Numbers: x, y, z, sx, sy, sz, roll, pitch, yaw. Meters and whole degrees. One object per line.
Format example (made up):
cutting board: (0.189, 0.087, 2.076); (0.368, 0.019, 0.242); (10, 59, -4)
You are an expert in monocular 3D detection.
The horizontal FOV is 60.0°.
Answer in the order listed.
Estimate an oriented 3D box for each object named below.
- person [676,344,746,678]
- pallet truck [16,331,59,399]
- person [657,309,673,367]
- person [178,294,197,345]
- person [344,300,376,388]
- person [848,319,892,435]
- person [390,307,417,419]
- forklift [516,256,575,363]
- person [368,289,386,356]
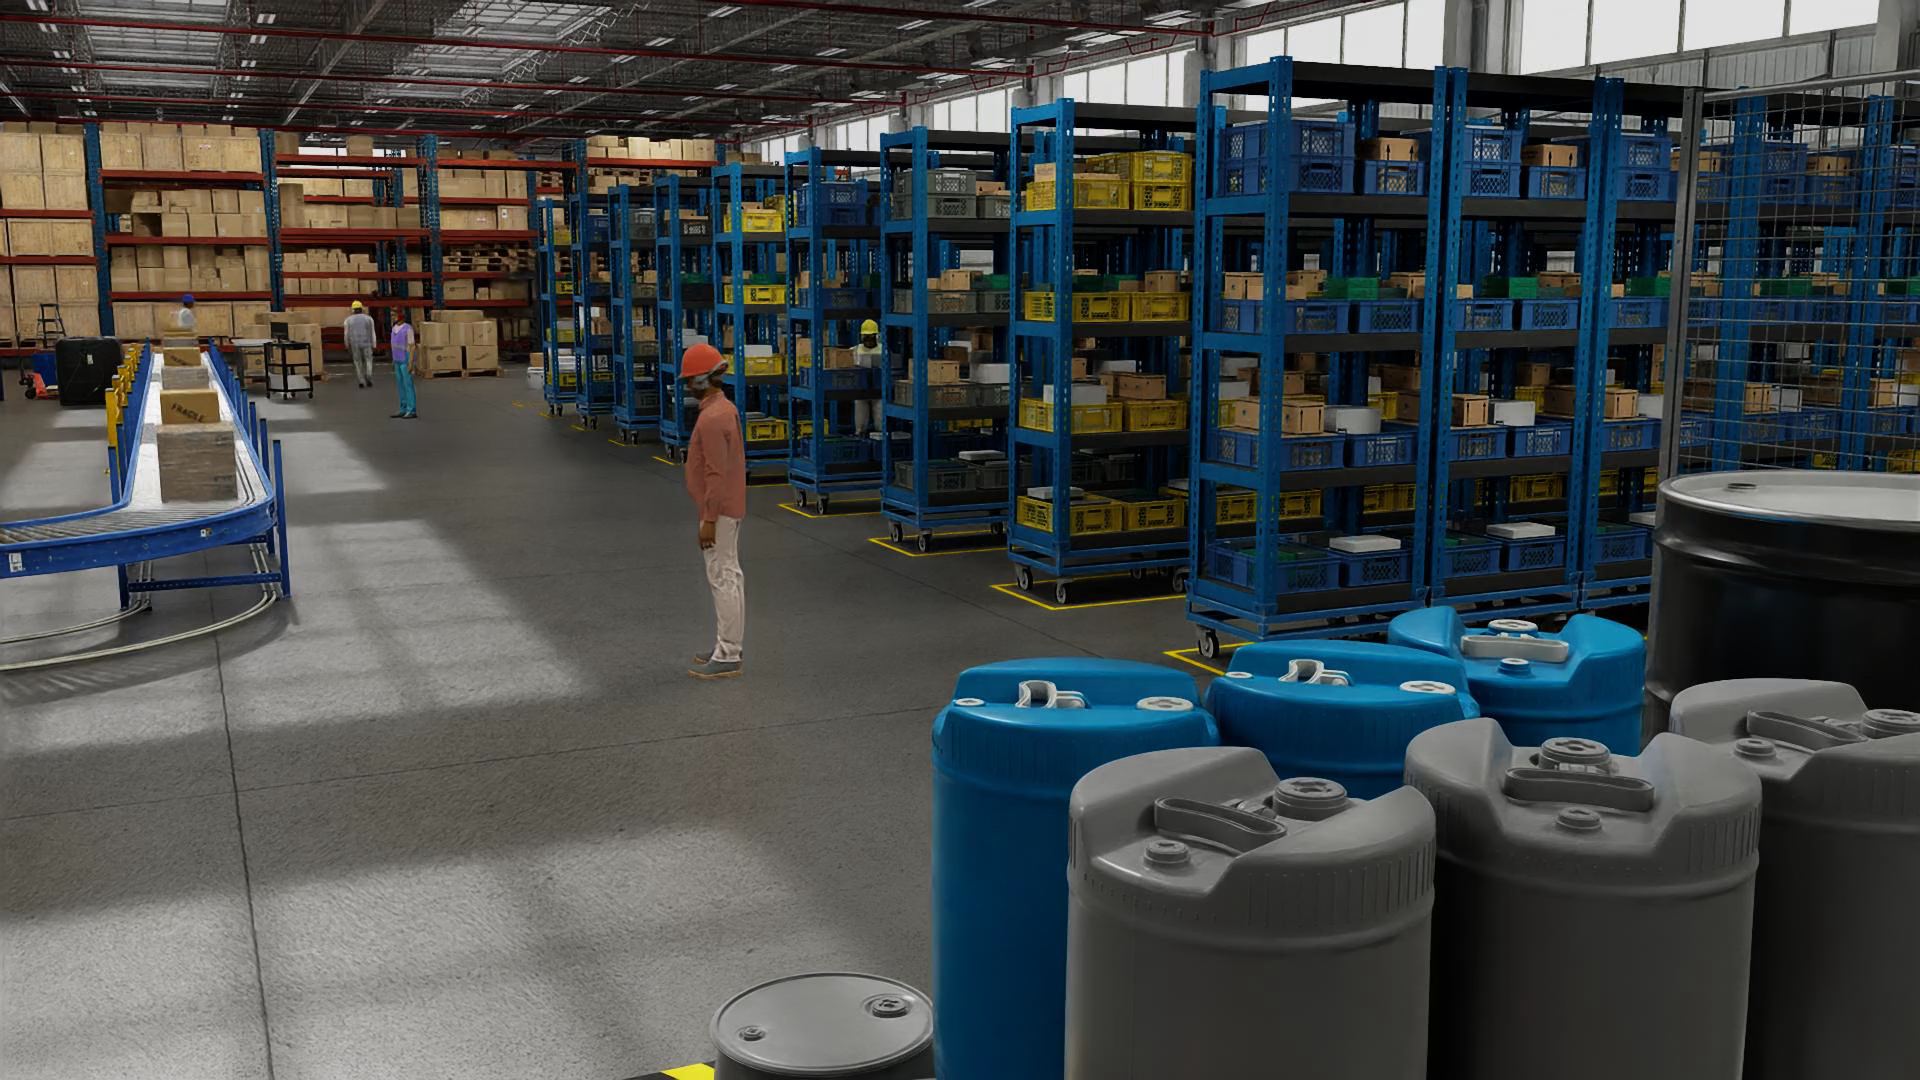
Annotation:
person: (-1.471, -0.169, 9.910); (0.400, 1.984, 0.610); (0, 9, 1)
pallet truck: (-17.082, -3.353, 31.781); (1.630, 1.274, 0.653); (-4, 10, -25)
person: (-5.542, -3.668, 32.020); (0.642, 1.864, 0.967); (6, 11, 32)
person: (-17.211, -4.499, 36.939); (0.583, 1.926, 0.626); (-7, 12, -39)
person: (-12.484, -4.068, 34.602); (0.626, 1.813, 0.658); (-3, 10, -19)
person: (-1.094, -1.782, 20.384); (0.599, 1.830, 0.403); (0, 9, 3)
person: (-9.158, -2.917, 27.390); (0.570, 1.841, 0.372); (8, 12, 42)
forklift: (-10.958, -6.129, 44.113); (1.873, 2.768, 1.129); (-4, 10, -25)
person: (-16.752, -6.221, 47.699); (0.407, 1.908, 0.641); (4, 10, 21)
